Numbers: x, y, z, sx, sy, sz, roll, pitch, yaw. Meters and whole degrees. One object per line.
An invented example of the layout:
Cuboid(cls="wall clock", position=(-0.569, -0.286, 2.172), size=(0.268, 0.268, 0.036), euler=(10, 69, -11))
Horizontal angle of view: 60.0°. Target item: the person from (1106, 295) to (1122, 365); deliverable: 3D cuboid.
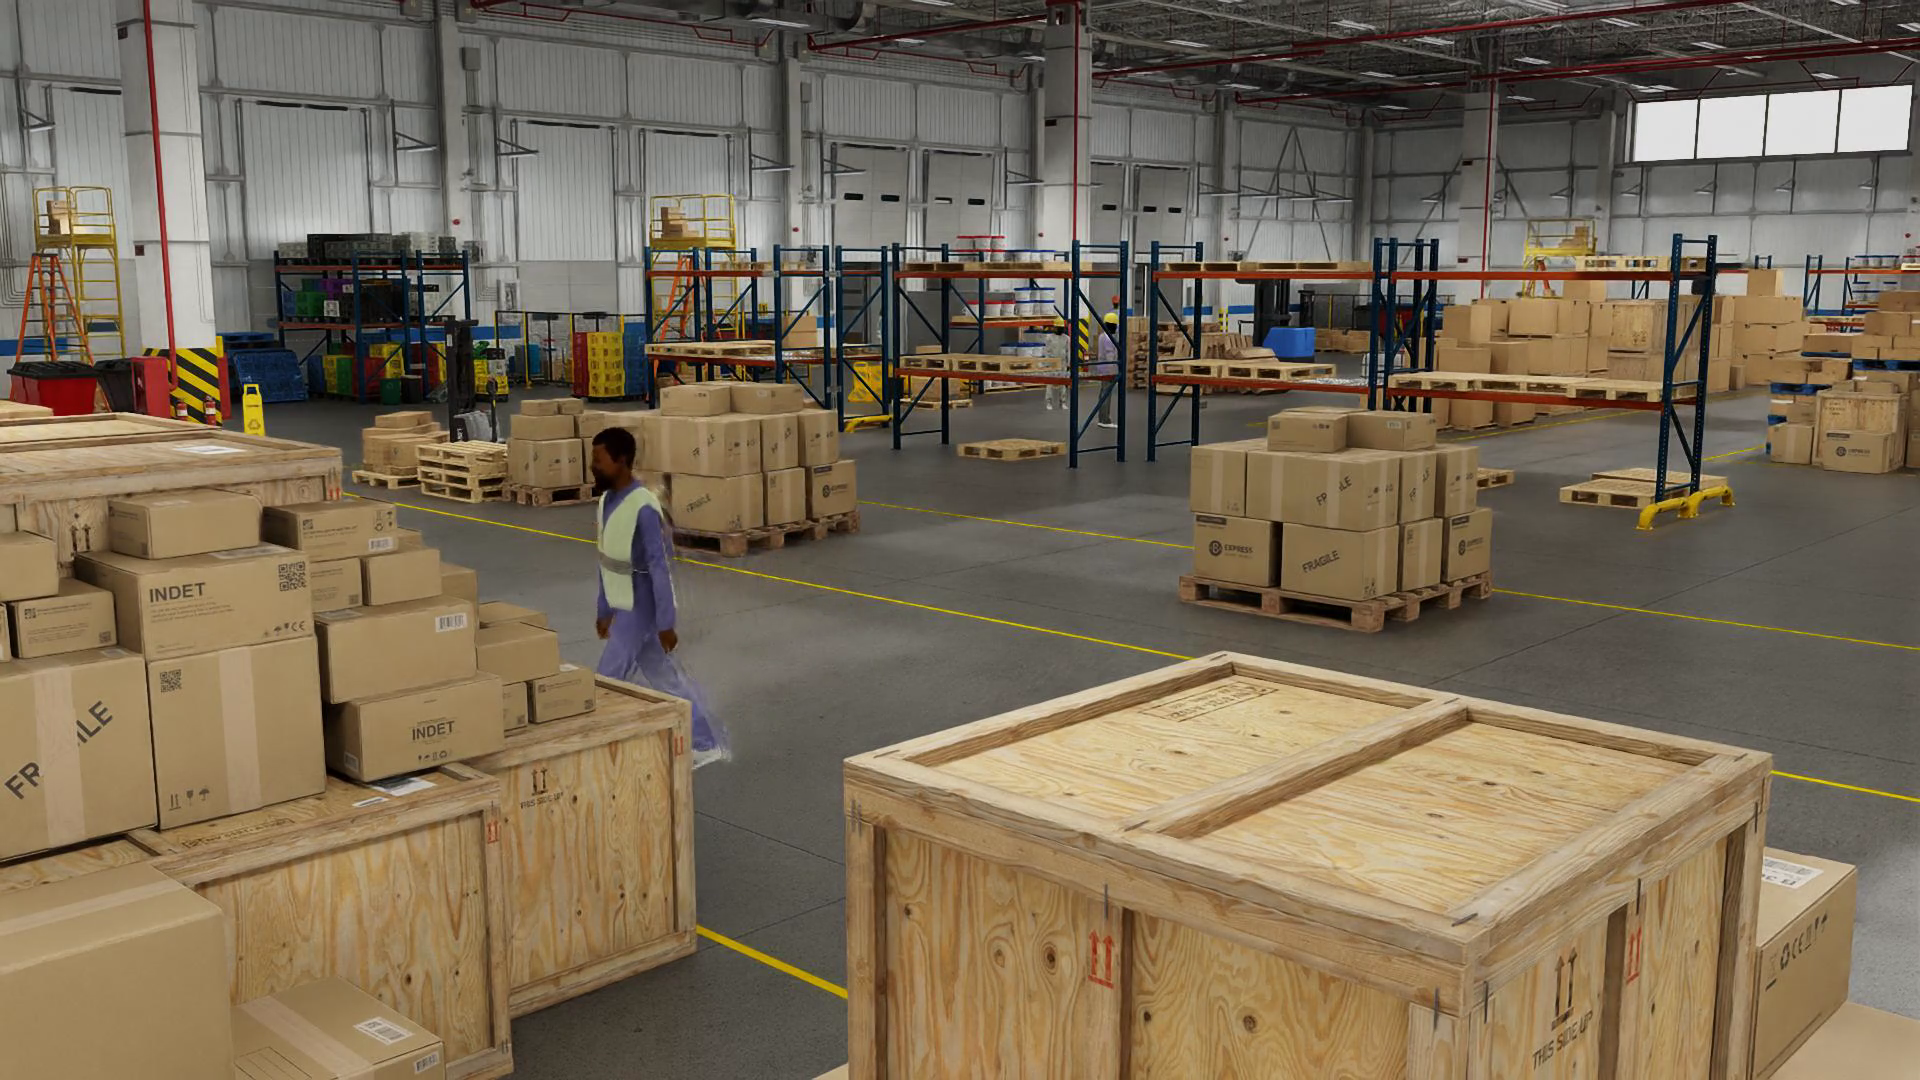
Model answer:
Cuboid(cls="person", position=(4.284, -5.747, 45.672), size=(0.547, 1.934, 0.376), euler=(0, 9, 1))

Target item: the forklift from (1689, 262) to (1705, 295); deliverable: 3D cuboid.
Cuboid(cls="forklift", position=(19.897, -6.102, 44.955), size=(1.873, 2.768, 1.129), euler=(5, 10, 27))

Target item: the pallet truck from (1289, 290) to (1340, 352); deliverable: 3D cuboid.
Cuboid(cls="pallet truck", position=(11.297, -6.951, 52.861), size=(1.885, 1.965, 0.823), euler=(-5, 11, -29))

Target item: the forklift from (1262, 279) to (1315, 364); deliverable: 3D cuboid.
Cuboid(cls="forklift", position=(8.555, -6.090, 44.881), size=(1.873, 2.768, 1.129), euler=(9, 13, 43))

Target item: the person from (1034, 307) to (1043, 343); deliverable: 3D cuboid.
Cuboid(cls="person", position=(1.970, -5.308, 43.733), size=(0.663, 1.681, 0.538), euler=(-7, 11, -35))

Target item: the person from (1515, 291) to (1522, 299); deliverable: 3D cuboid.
Cuboid(cls="person", position=(18.181, -7.173, 54.488), size=(0.900, 1.906, 0.655), euler=(-2, 9, -12))

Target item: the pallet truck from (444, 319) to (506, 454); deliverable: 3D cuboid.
Cuboid(cls="pallet truck", position=(-6.981, -1.942, 22.150), size=(1.885, 1.965, 0.823), euler=(1, 9, 9))

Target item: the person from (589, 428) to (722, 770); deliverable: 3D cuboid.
Cuboid(cls="person", position=(-1.688, 0.349, 8.552), size=(1.038, 1.864, 0.594), euler=(-5, 10, -28))

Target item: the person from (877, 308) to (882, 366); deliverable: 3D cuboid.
Cuboid(cls="person", position=(-2.054, -5.358, 44.228), size=(0.312, 1.633, 0.519), euler=(0, 9, 2))

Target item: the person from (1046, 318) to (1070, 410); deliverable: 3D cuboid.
Cuboid(cls="person", position=(1.859, -3.321, 31.426), size=(0.487, 1.737, 0.334), euler=(-2, 9, -12))

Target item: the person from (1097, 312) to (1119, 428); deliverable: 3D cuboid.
Cuboid(cls="person", position=(2.485, -2.837, 27.844), size=(0.359, 1.930, 0.588), euler=(-1, 9, -7))
